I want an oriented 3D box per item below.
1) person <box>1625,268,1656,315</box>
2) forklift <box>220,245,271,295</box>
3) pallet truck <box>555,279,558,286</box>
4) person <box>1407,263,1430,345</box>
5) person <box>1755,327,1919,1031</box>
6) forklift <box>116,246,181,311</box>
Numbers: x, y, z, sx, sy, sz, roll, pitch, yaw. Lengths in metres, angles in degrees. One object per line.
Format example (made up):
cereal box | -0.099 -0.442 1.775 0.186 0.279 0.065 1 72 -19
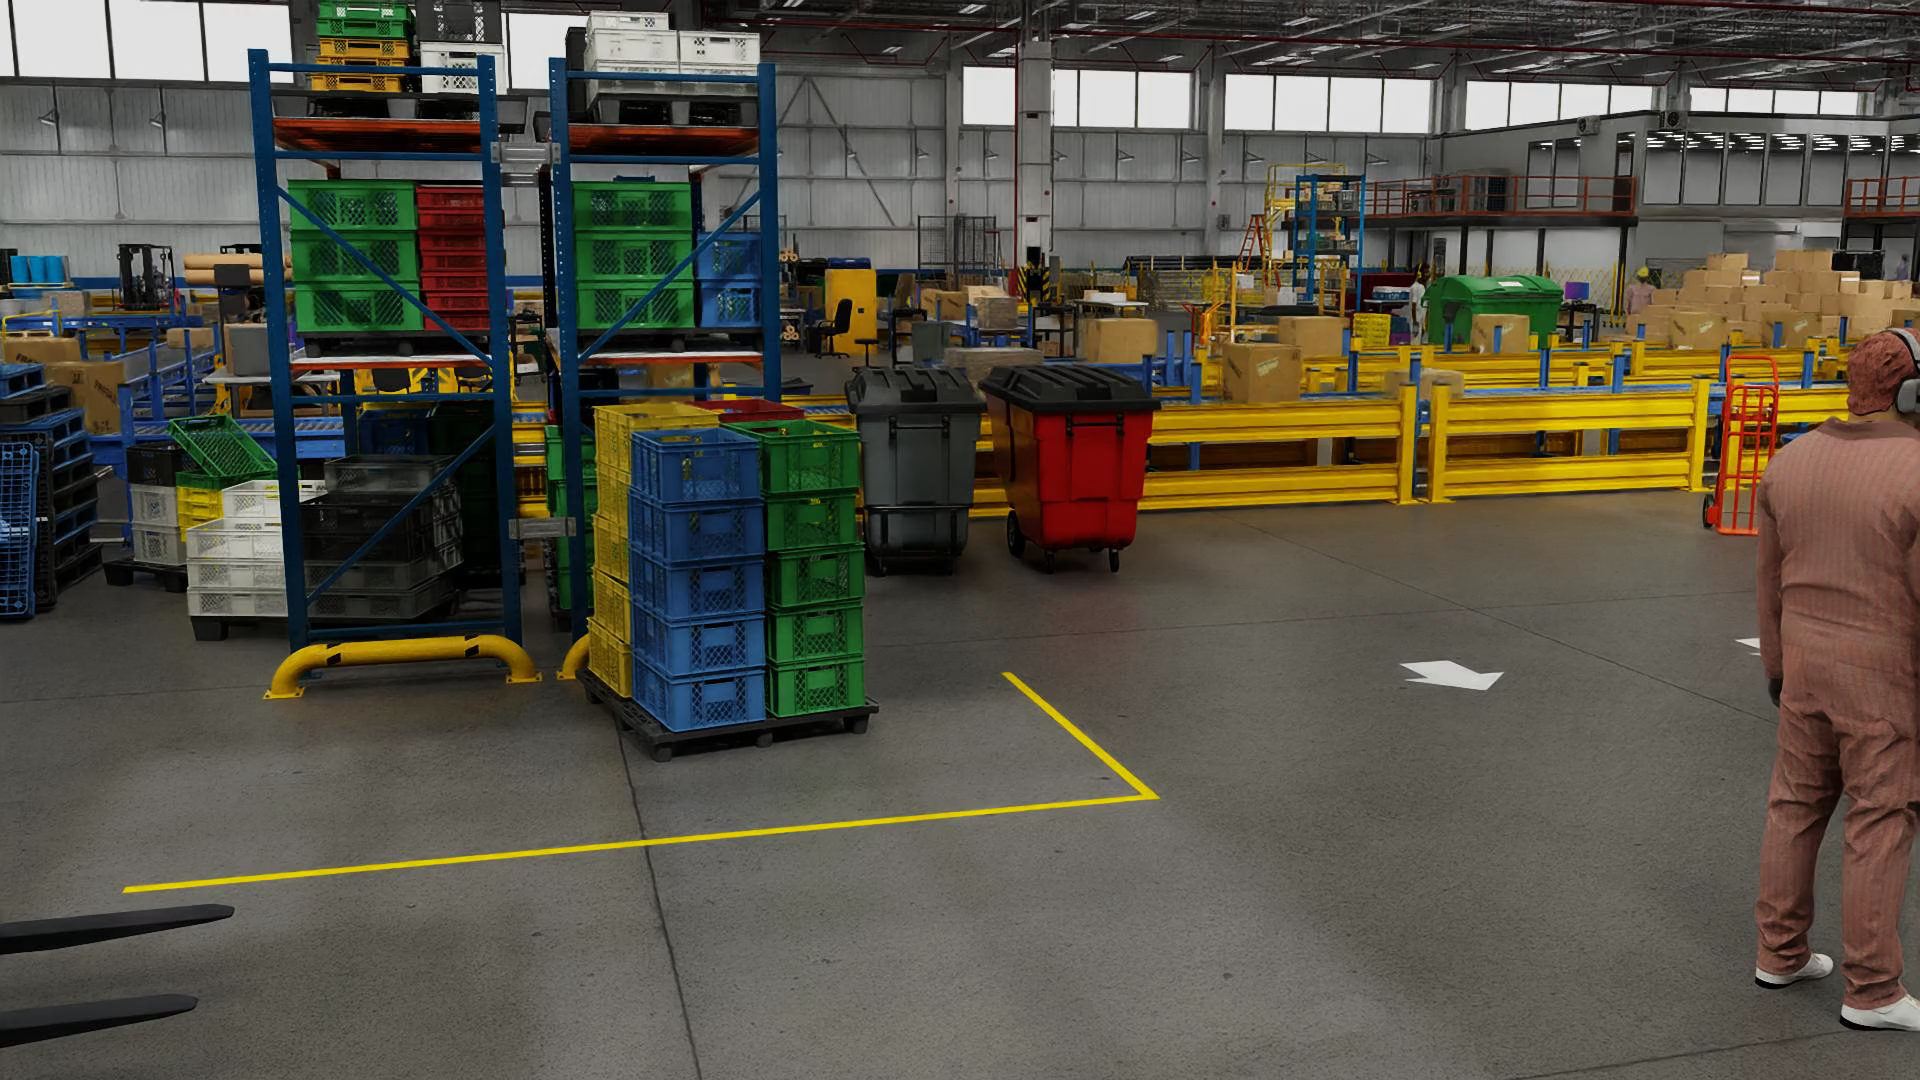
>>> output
person | 12.733 -4.218 31.108 0.537 1.712 0.917 4 11 21
forklift | -17.749 -6.334 41.440 1.157 1.987 2.680 -3 10 -17
pallet truck | -10.604 -6.375 44.520 0.653 1.274 1.630 -3 10 -15
person | 7.040 -3.308 25.541 0.331 1.874 0.519 5 11 27
person | 2.491 0.378 4.570 0.408 1.909 0.638 -4 11 -20
forklift | -19.966 -6.232 40.894 1.157 1.987 2.680 -3 10 -15
